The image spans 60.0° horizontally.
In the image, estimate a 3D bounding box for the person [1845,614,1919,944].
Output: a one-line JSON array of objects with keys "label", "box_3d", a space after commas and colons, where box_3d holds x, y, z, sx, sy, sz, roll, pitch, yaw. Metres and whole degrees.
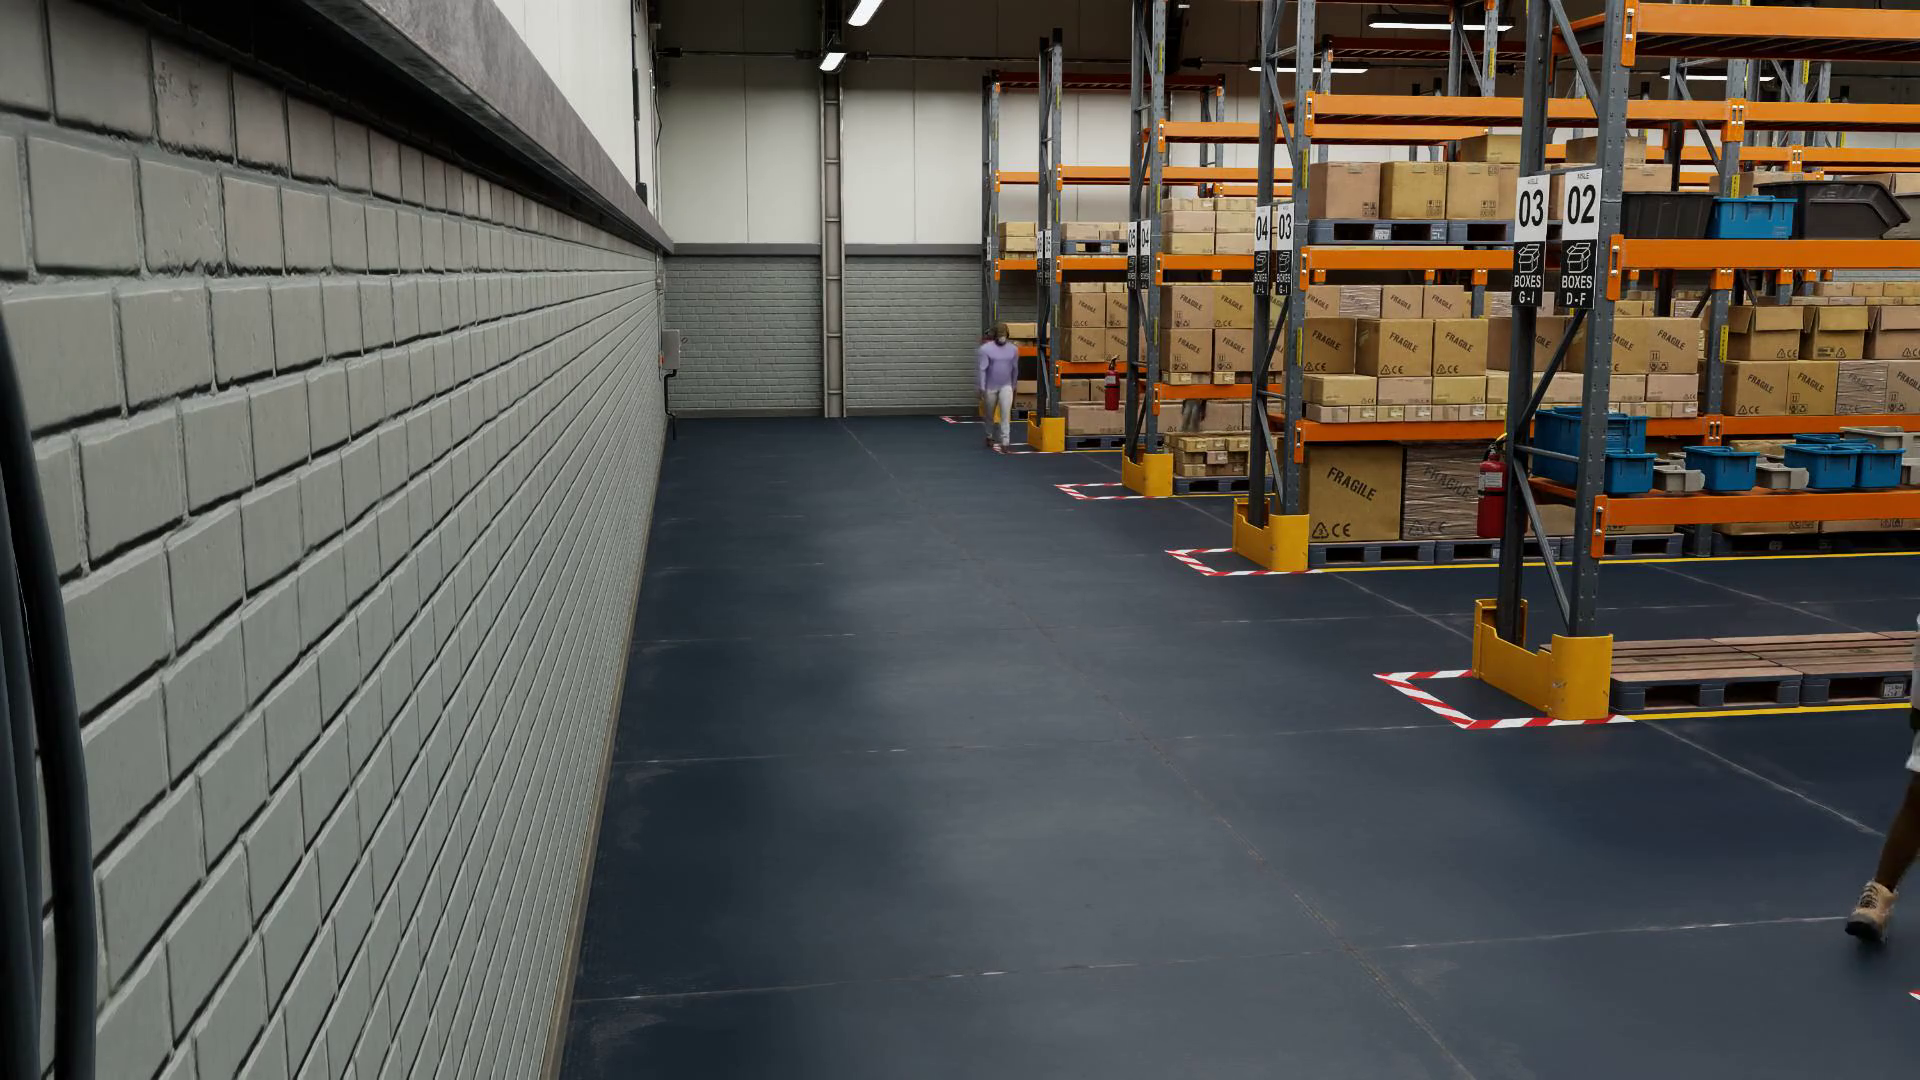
[{"label": "person", "box_3d": [3.948, 0.643, 6.415, 0.994, 1.962, 0.628, -7, 12, -38]}]

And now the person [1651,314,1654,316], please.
[{"label": "person", "box_3d": [10.066, -2.273, 24.154, 0.378, 2.045, 0.605, 0, 9, 0]}]

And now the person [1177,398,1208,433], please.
[{"label": "person", "box_3d": [3.054, -1.746, 21.483, 0.473, 1.857, 0.549, -4, 10, -24]}]

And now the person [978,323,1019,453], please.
[{"label": "person", "box_3d": [0.554, -2.257, 24.528, 0.635, 1.908, 0.976, -2, 9, -9]}]
